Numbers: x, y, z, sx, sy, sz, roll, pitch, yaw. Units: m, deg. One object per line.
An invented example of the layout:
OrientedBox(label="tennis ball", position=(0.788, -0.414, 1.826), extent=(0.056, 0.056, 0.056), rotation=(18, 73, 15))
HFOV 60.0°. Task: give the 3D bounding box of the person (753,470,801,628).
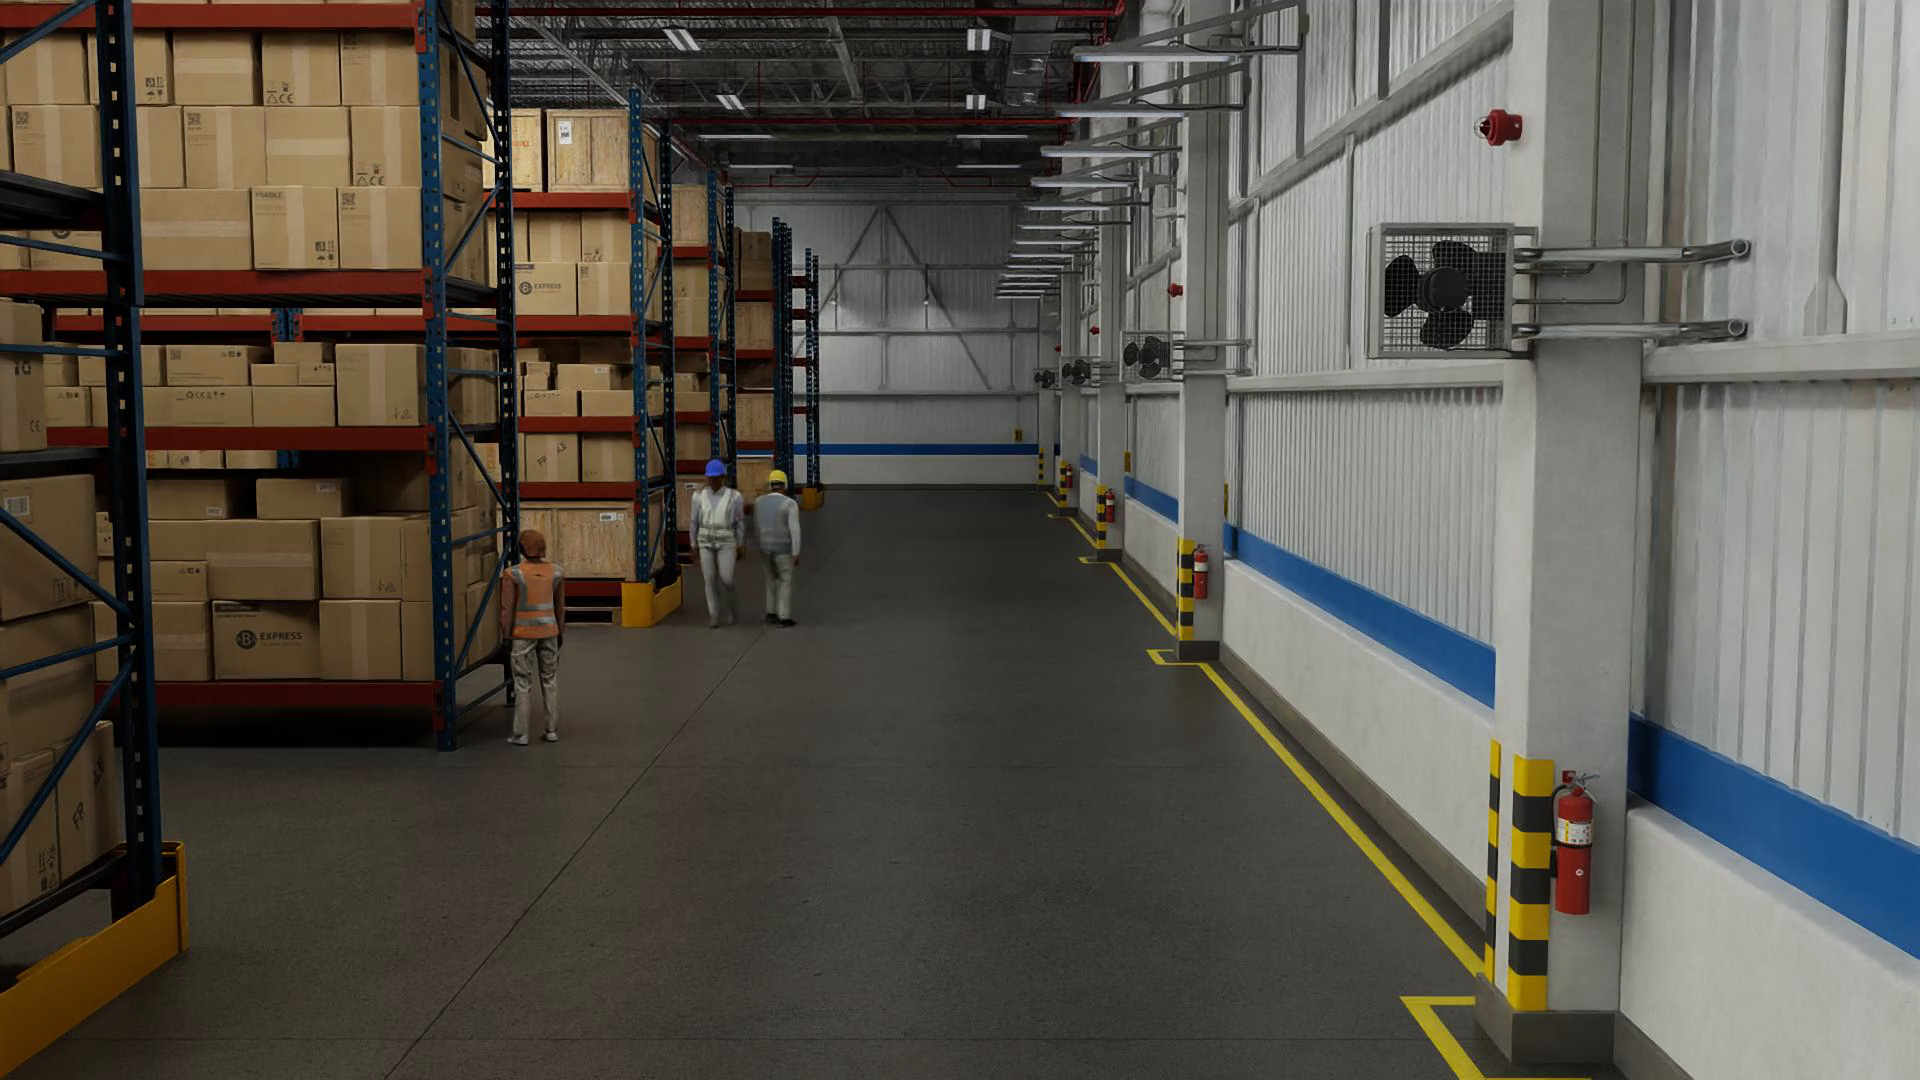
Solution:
OrientedBox(label="person", position=(-2.097, 0.098, 19.036), extent=(0.634, 1.797, 0.499), rotation=(2, 5, 25))

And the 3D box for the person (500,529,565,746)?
OrientedBox(label="person", position=(-3.215, 0.735, 12.552), extent=(0.523, 1.632, 0.314), rotation=(-4, 6, -41))

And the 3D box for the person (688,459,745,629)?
OrientedBox(label="person", position=(-2.758, 0.048, 18.823), extent=(0.615, 1.927, 0.430), rotation=(0, 5, 4))
